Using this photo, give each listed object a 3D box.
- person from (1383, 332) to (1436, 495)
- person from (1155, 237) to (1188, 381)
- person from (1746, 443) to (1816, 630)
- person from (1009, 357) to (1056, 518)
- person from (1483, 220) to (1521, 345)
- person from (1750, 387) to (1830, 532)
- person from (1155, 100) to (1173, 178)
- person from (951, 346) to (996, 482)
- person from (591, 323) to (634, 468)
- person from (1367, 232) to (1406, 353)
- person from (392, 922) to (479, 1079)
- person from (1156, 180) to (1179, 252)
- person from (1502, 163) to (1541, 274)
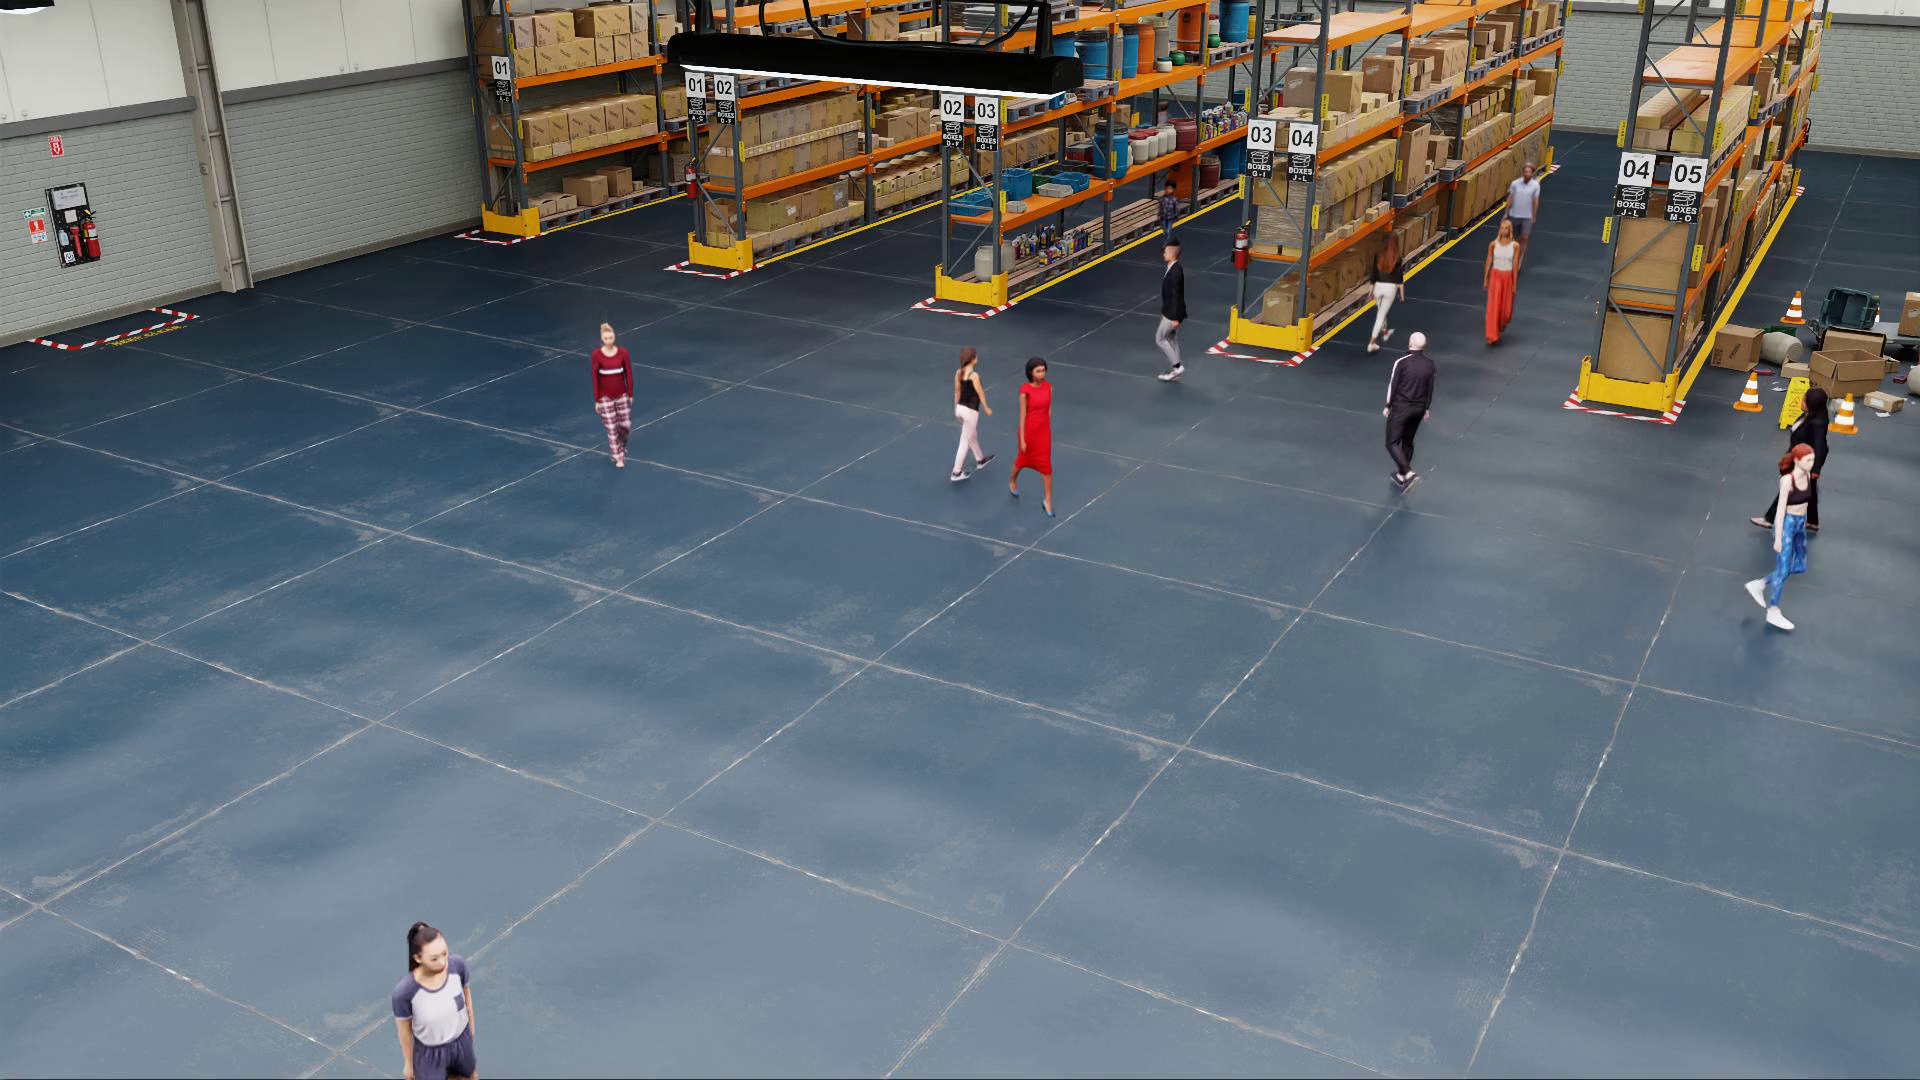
[{"bbox_3d":[4.984,-1.373,18.401,1.068,1.816,1.129,-6,24,-13],"label":"person"},{"bbox_3d":[2.941,-3.054,22.199,0.900,1.939,0.785,0,23,1],"label":"person"},{"bbox_3d":[7.594,-0.071,15.386,0.832,1.779,0.834,-14,27,-30],"label":"person"},{"bbox_3d":[0.754,-1.142,18.005,1.114,1.702,1.030,-12,26,-26],"label":"person"},{"bbox_3d":[7.813,-3.720,23.960,0.657,1.785,0.891,11,25,25],"label":"person"},{"bbox_3d":[8.944,-0.810,17.380,0.890,1.579,0.959,6,24,15],"label":"person"},{"bbox_3d":[4.302,-8.531,35.546,0.586,1.572,0.986,12,26,26],"label":"person"},{"bbox_3d":[0.038,-1.402,18.841,1.014,1.525,0.766,-16,28,-33],"label":"person"},{"bbox_3d":[-4.038,-1.682,19.297,0.786,1.685,0.848,-8,24,-19],"label":"person"},{"bbox_3d":[5.976,-3.473,23.533,0.737,1.665,1.129,18,29,36],"label":"person"},{"bbox_3d":[-2.834,2.745,8.957,0.776,1.628,0.886,20,30,39],"label":"person"},{"bbox_3d":[3.678,-5.742,29.434,0.557,1.222,0.859,9,25,21],"label":"person"},{"bbox_3d":[9.456,-5.440,27.991,0.642,1.796,1.060,13,26,28],"label":"person"}]
